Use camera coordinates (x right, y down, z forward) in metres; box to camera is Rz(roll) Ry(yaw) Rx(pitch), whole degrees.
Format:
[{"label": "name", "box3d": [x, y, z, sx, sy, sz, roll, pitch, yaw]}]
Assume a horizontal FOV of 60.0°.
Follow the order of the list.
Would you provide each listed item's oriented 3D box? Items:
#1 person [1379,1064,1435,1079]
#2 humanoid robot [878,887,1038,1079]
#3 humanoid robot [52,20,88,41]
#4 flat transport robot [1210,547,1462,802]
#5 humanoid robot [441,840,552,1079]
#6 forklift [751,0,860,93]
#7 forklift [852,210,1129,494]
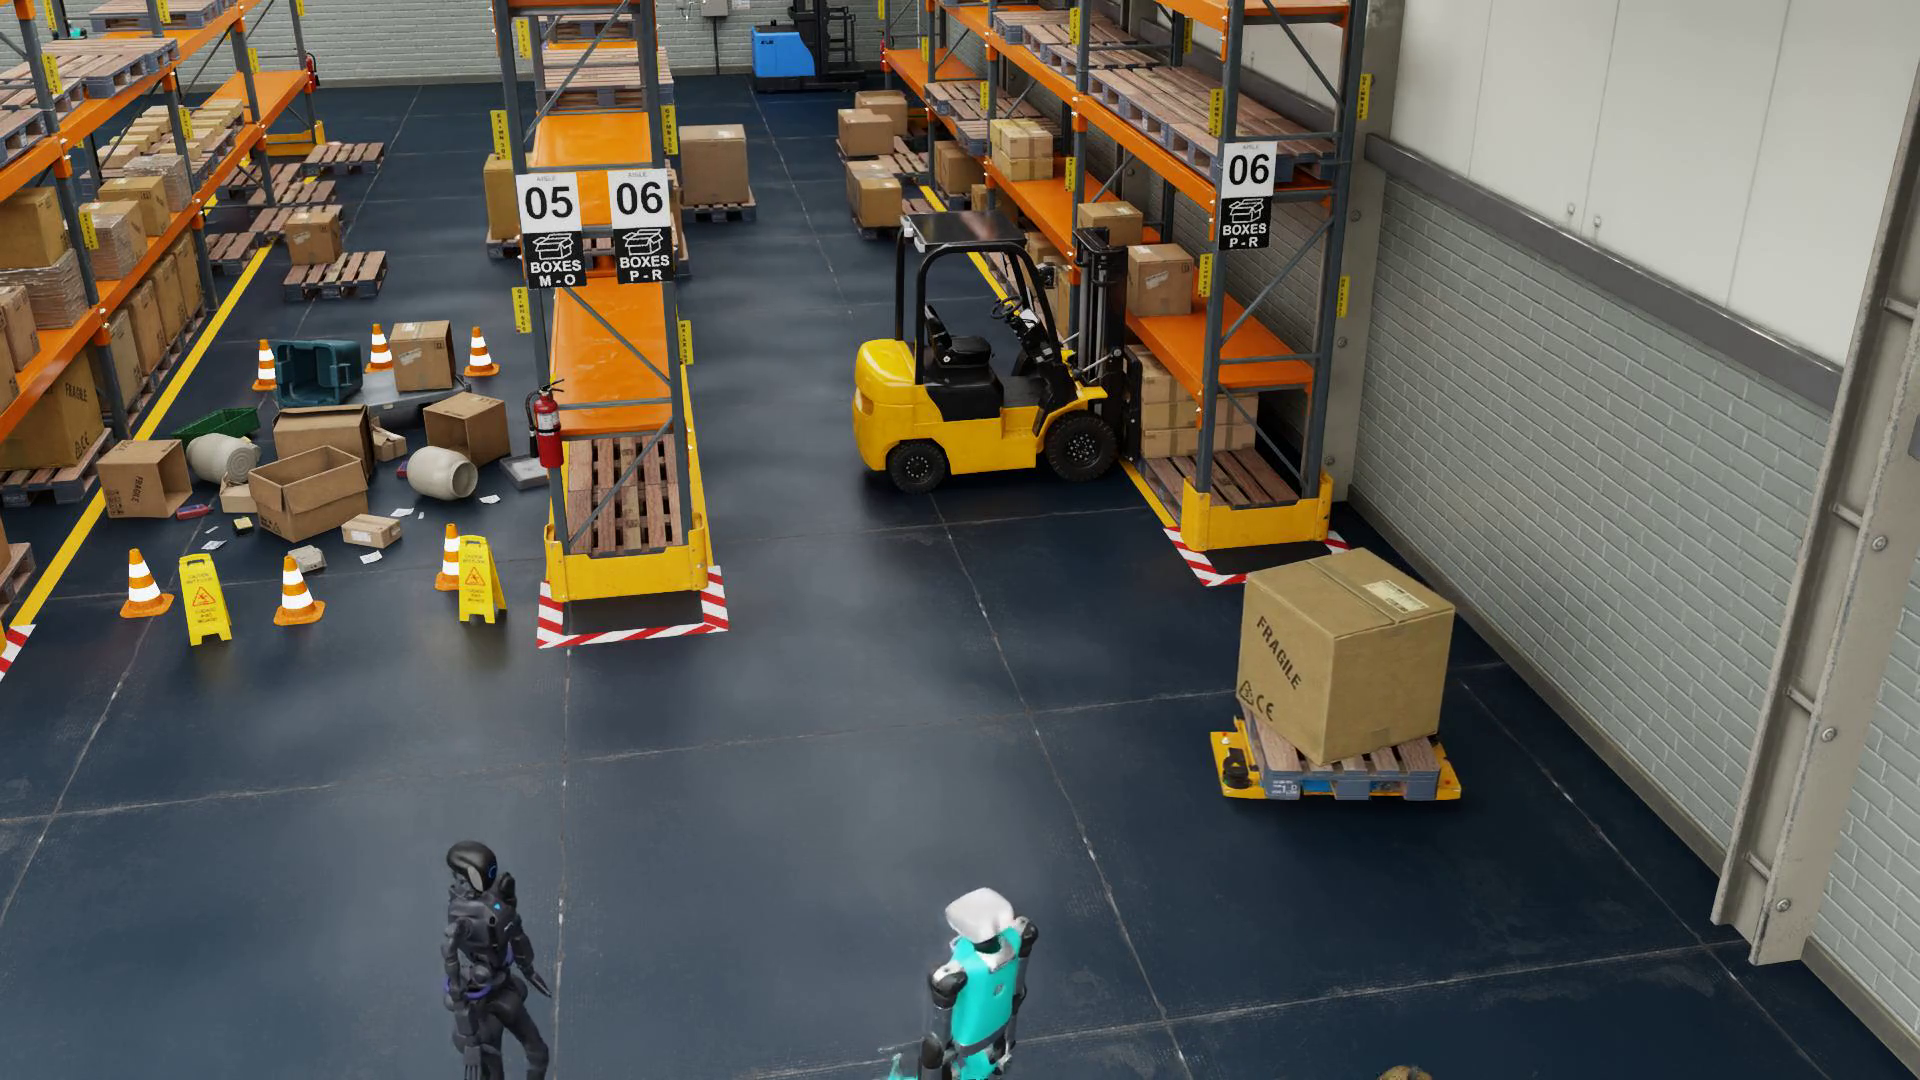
[{"label": "person", "box3d": [1.314, 2.583, 5.869, 0.635, 1.913, 0.665, 7, 26, 14]}, {"label": "humanoid robot", "box3d": [-0.123, 2.122, 7.048, 0.531, 1.791, 0.880, -23, 34, -39]}, {"label": "humanoid robot", "box3d": [-14.849, -7.823, 27.807, 0.553, 1.847, 0.845, -22, 34, -38]}, {"label": "flat transport robot", "box3d": [2.312, 1.352, 10.313, 1.431, 0.231, 0.659, 0, 26, 1]}, {"label": "humanoid robot", "box3d": [-2.039, 2.022, 7.282, 0.335, 1.649, 0.586, 6, 26, 13]}, {"label": "forklift", "box3d": [-2.872, -9.679, 30.288, 1.873, 2.768, 1.129, -5, 26, -10]}, {"label": "forklift", "box3d": [0.216, -1.659, 14.366, 2.313, 2.155, 1.214, -5, 26, -10]}]
